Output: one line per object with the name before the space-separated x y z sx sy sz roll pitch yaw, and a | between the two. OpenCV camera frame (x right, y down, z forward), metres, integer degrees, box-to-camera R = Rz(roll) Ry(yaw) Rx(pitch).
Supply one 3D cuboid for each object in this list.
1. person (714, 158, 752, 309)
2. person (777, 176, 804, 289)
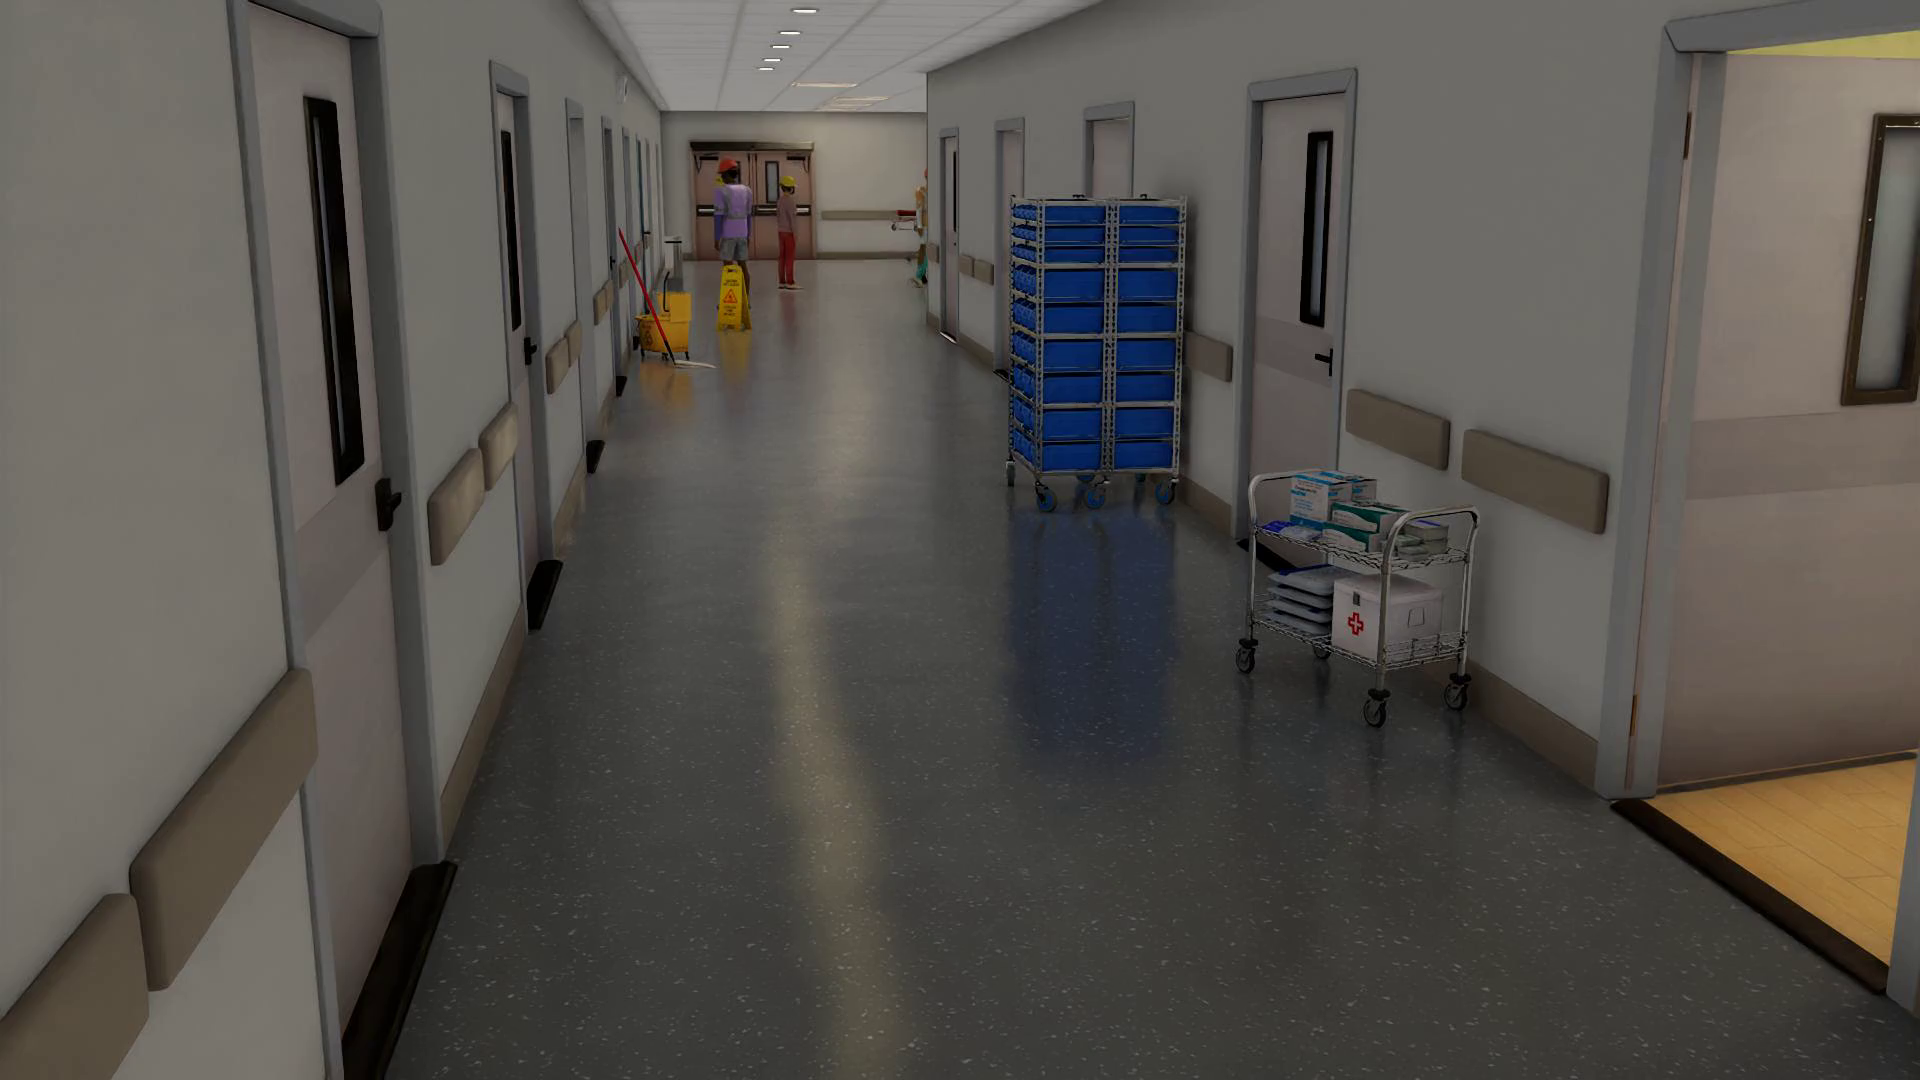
person | -3.105 -4.147 22.591 0.610 2.036 0.410 -12 17 -43
person | -2.708 -4.851 26.308 0.313 1.769 0.525 -9 15 -33
